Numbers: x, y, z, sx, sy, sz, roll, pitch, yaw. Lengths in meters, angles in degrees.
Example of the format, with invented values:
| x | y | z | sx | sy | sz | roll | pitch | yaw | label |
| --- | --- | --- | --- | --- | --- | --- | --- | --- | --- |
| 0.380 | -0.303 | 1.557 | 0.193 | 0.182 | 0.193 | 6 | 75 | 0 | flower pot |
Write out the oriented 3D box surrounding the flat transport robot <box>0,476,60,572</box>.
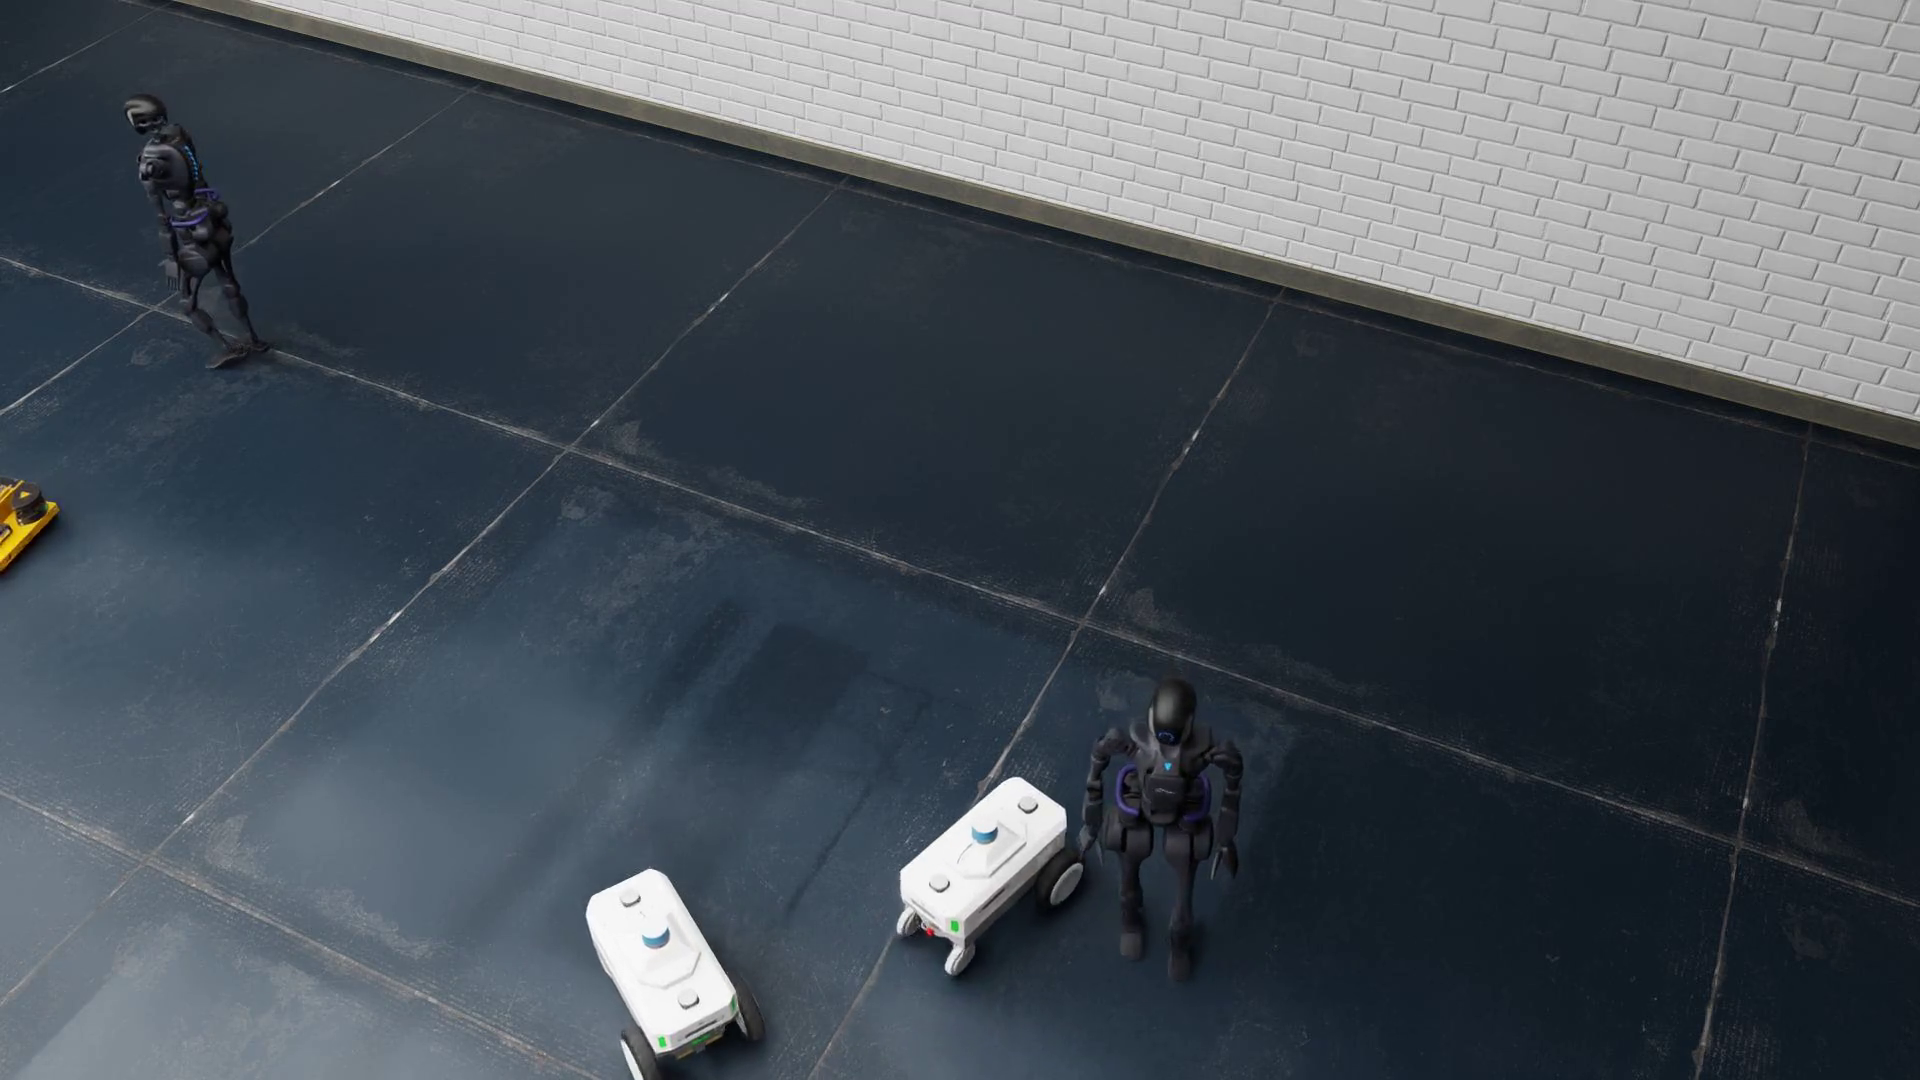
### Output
| x | y | z | sx | sy | sz | roll | pitch | yaw | label |
| --- | --- | --- | --- | --- | --- | --- | --- | --- | --- |
| -5.380 | -0.101 | 8.364 | 1.431 | 0.231 | 0.659 | 9 | 44 | 10 | flat transport robot |

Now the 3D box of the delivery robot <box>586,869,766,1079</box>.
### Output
| x | y | z | sx | sy | sz | roll | pitch | yaw | label |
| --- | --- | --- | --- | --- | --- | --- | --- | --- | --- |
| -1.119 | 1.627 | 6.280 | 0.499 | 0.583 | 0.774 | -23 | 48 | -23 | delivery robot |

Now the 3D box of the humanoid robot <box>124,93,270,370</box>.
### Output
| x | y | z | sx | sy | sz | roll | pitch | yaw | label |
| --- | --- | --- | --- | --- | --- | --- | --- | --- | --- |
| -4.153 | -1.676 | 9.024 | 0.324 | 1.647 | 0.585 | 1 | 43 | 1 | humanoid robot |

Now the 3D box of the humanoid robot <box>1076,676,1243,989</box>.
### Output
| x | y | z | sx | sy | sz | roll | pitch | yaw | label |
| --- | --- | --- | --- | --- | --- | --- | --- | --- | --- |
| 0.732 | 1.048 | 6.093 | 0.608 | 1.638 | 0.401 | 5 | 43 | 5 | humanoid robot |

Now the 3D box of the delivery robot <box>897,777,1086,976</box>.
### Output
| x | y | z | sx | sy | sz | roll | pitch | yaw | label |
| --- | --- | --- | --- | --- | --- | --- | --- | --- | --- |
| 0.107 | 1.304 | 6.645 | 0.499 | 0.604 | 0.808 | 32 | 52 | 30 | delivery robot |
